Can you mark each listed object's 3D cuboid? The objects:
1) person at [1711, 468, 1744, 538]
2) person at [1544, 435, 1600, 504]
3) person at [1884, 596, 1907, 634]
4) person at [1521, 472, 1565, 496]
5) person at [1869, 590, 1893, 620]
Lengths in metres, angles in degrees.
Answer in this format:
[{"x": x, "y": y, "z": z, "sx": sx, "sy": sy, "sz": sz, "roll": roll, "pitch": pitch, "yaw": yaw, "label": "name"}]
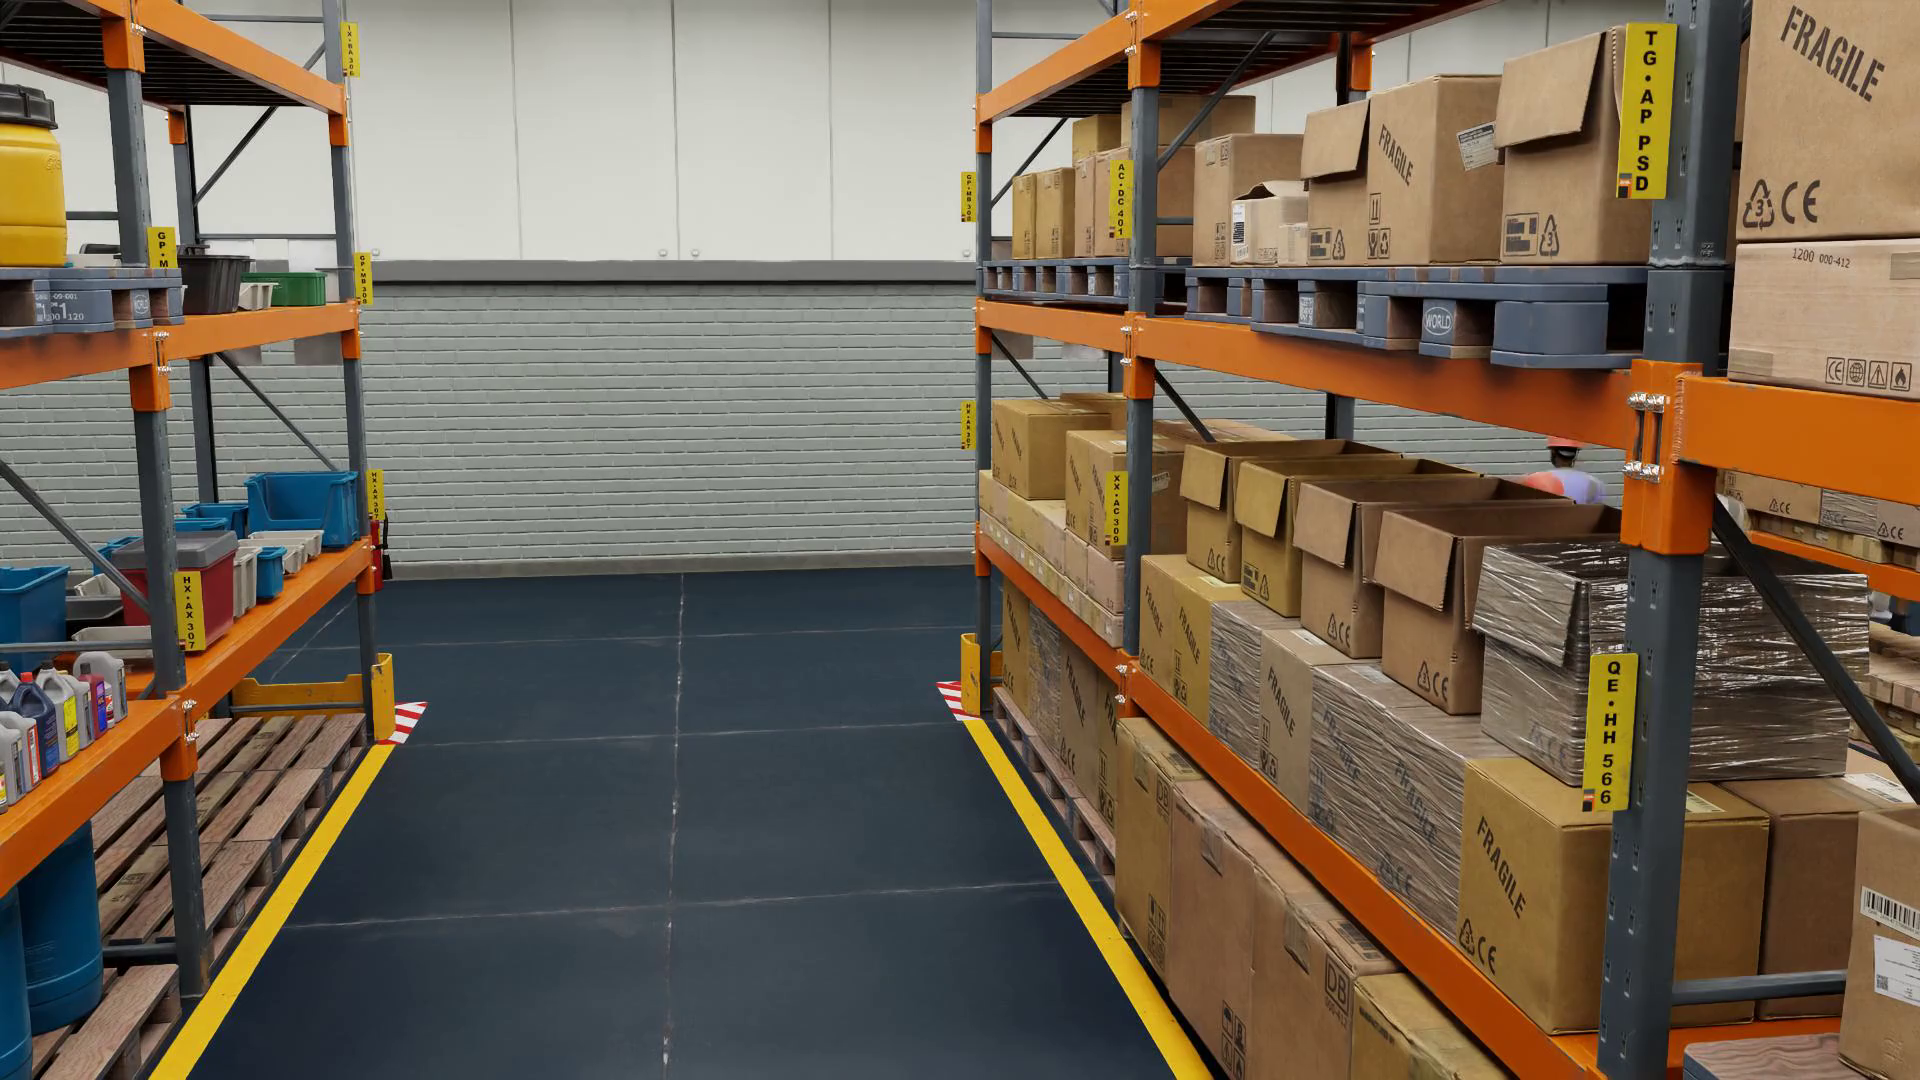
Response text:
[{"x": 4.536, "y": 0.371, "z": 10.285, "sx": 0.612, "sy": 2.023, "sz": 0.800, "roll": -1, "pitch": 9, "yaw": -3, "label": "person"}, {"x": 4.384, "y": 0.122, "z": 12.128, "sx": 0.577, "sy": 1.913, "sz": 0.628, "roll": -1, "pitch": 9, "yaw": -7, "label": "person"}, {"x": 7.690, "y": -0.166, "z": 14.002, "sx": 0.556, "sy": 1.887, "sz": 0.937, "roll": -2, "pitch": 9, "yaw": -12, "label": "person"}, {"x": 3.038, "y": 0.615, "z": 8.900, "sx": 0.639, "sy": 1.969, "sz": 0.587, "roll": -1, "pitch": 9, "yaw": -9, "label": "person"}, {"x": 8.121, "y": -0.093, "z": 14.376, "sx": 0.410, "sy": 1.620, "sz": 0.520, "roll": 1, "pitch": 9, "yaw": 6, "label": "person"}]
